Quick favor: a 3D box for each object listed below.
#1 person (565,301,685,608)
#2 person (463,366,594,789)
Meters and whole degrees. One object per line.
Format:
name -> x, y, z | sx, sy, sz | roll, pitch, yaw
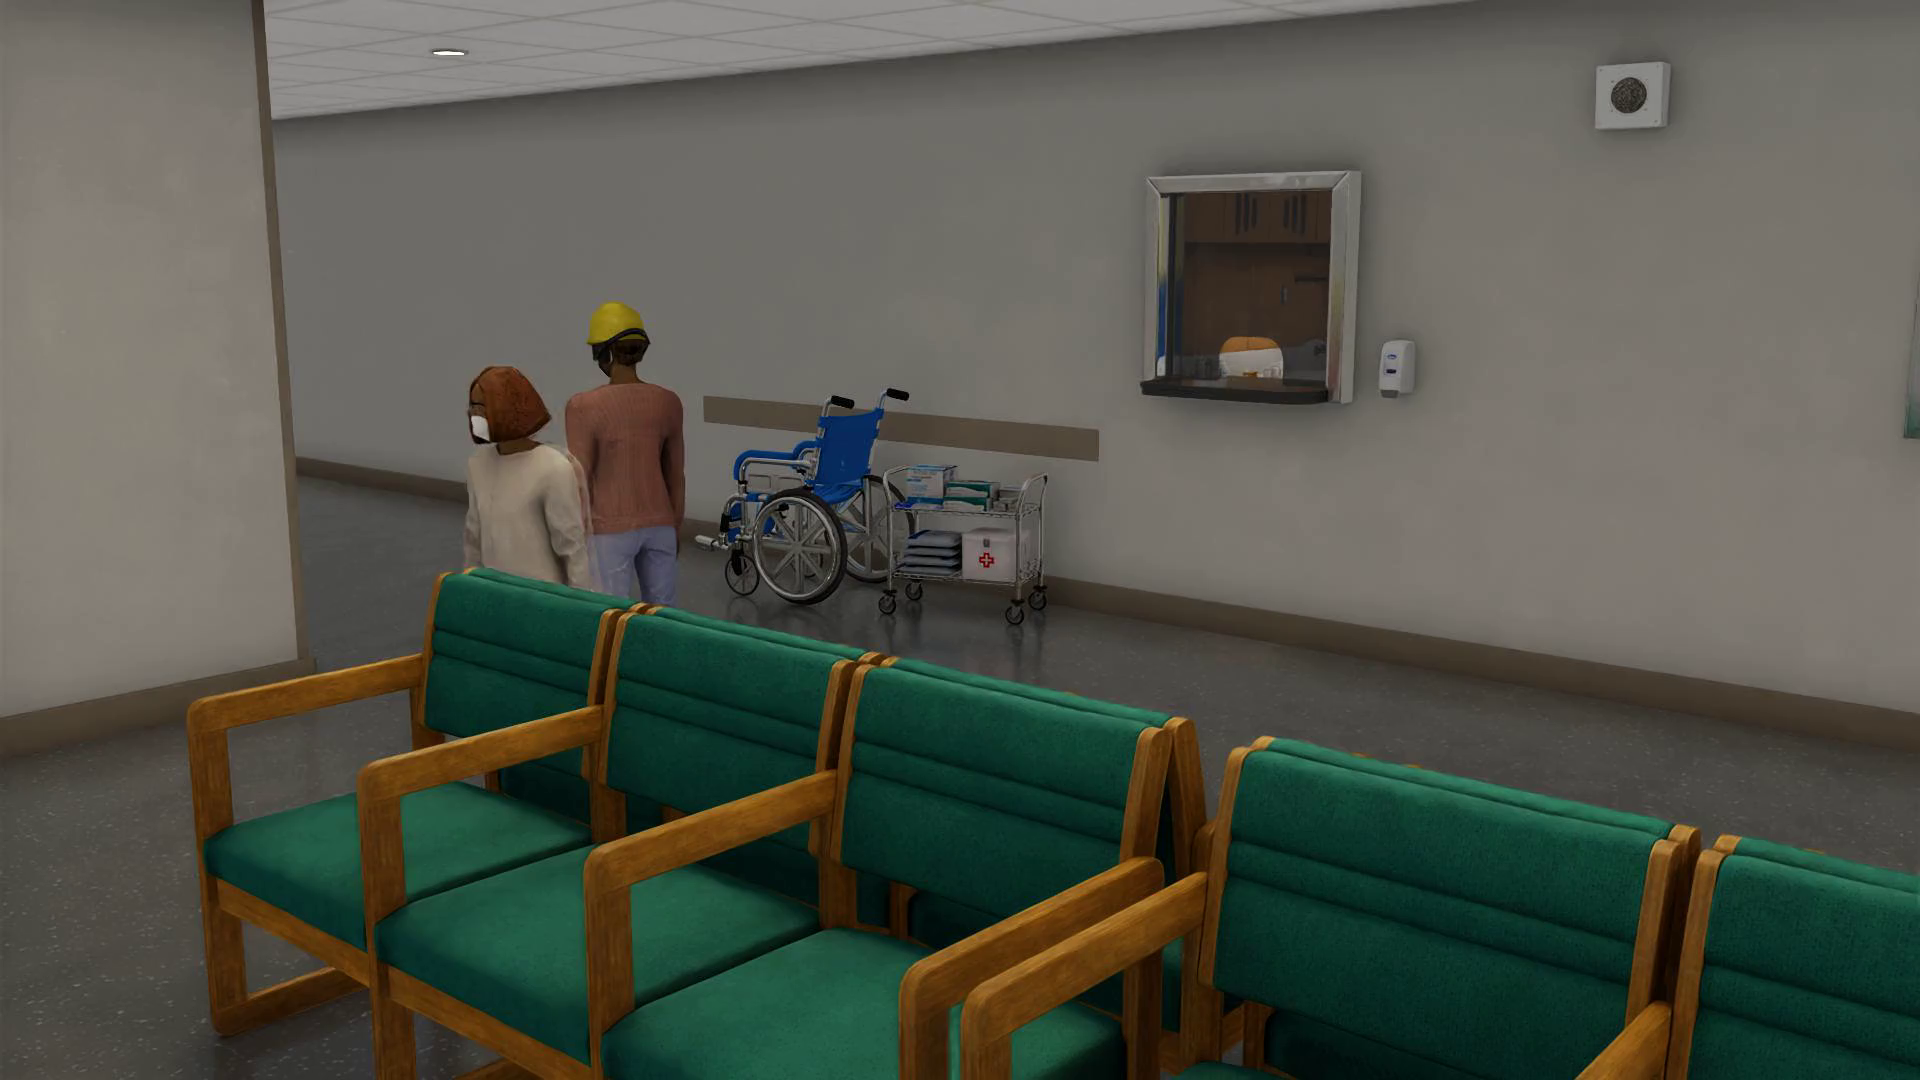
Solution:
person -> -1.289, -0.035, 6.426 | 0.351, 1.756, 0.518 | 10, 14, 43
person -> -1.431, 0.208, 5.542 | 0.504, 1.584, 0.883 | 8, 13, 38
